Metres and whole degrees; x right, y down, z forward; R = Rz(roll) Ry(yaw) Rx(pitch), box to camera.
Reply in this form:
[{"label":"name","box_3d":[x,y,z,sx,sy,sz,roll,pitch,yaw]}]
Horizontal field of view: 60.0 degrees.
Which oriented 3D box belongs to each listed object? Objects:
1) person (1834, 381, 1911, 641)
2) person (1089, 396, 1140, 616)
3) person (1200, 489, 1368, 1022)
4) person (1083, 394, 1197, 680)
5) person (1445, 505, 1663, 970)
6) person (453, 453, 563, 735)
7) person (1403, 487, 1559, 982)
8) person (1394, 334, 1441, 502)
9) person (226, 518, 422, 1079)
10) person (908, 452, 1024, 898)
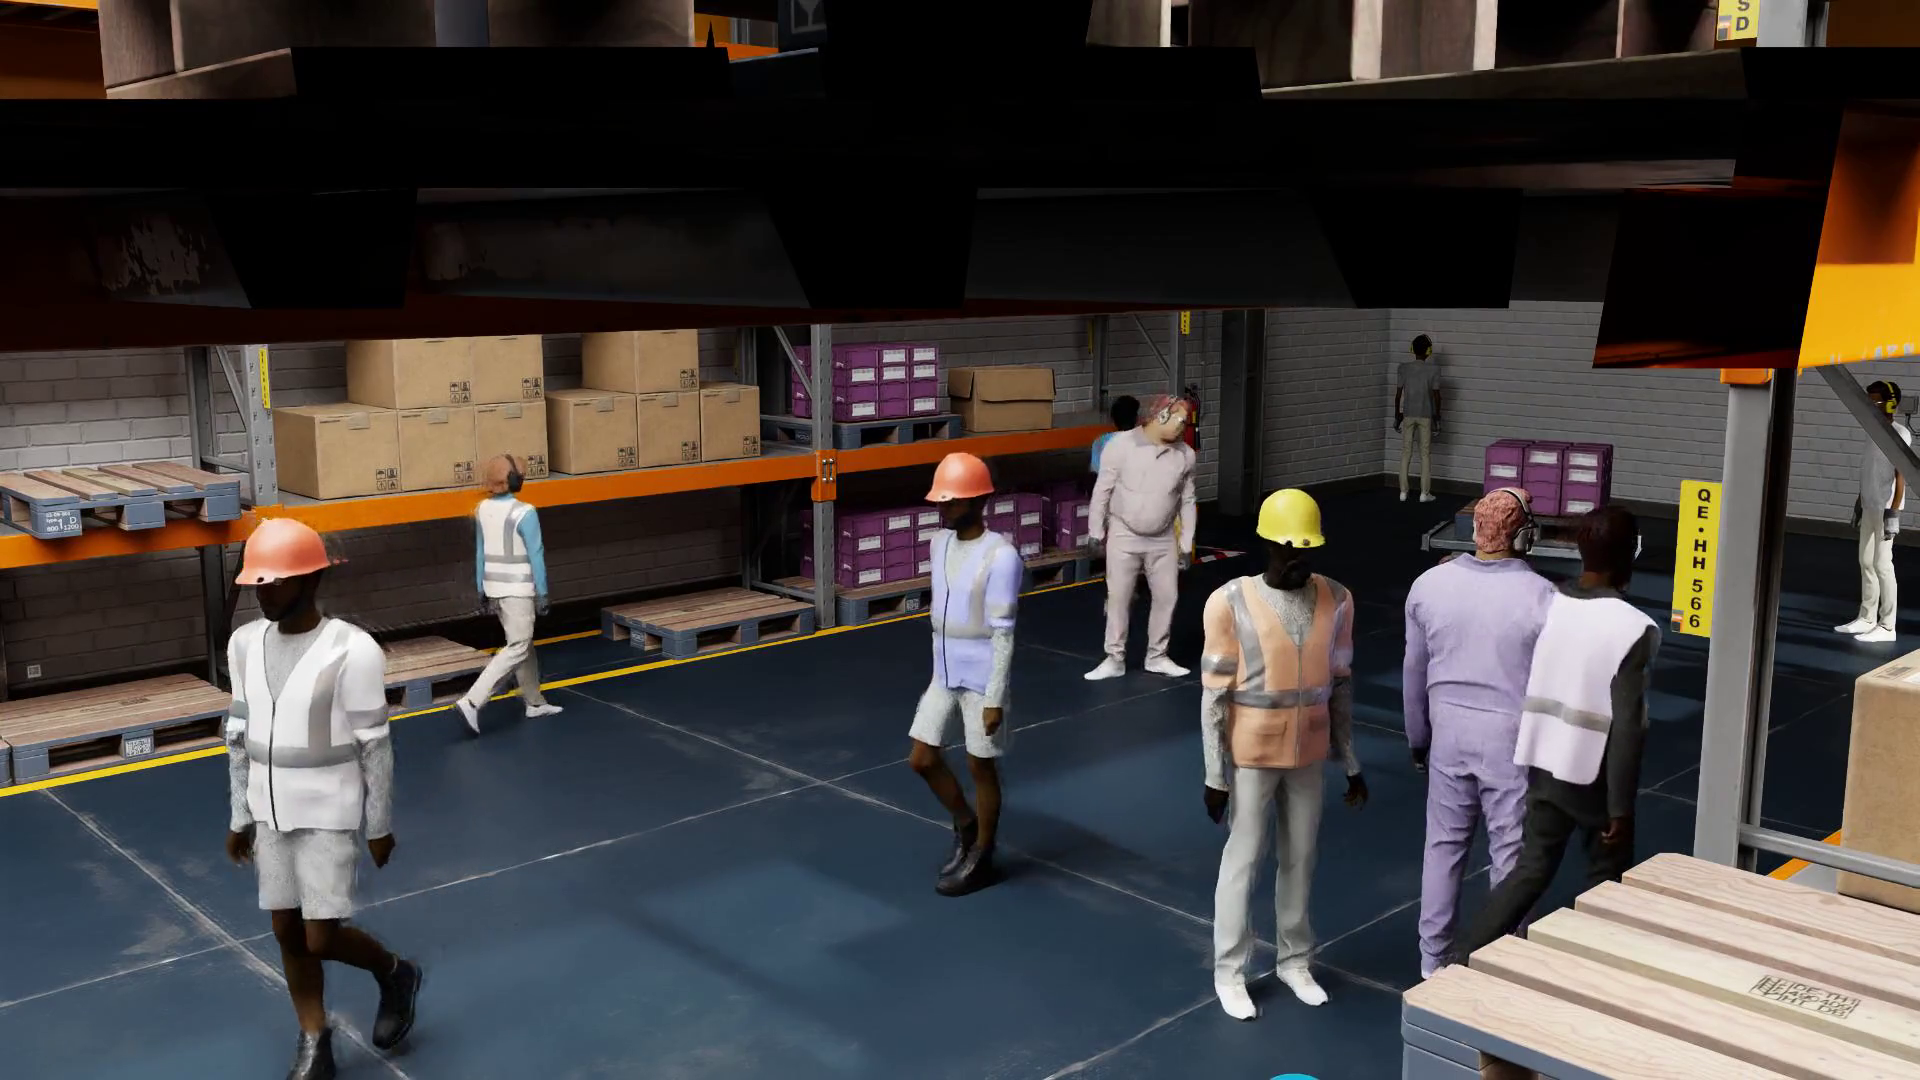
[{"label":"person","box_3d":[6.554,-0.206,11.886,0.316,1.861,0.514,0,10,1]},{"label":"person","box_3d":[1.316,-0.273,12.779,0.672,1.671,0.549,-9,13,-41]},{"label":"person","box_3d":[1.173,0.766,6.033,0.621,1.921,0.393,-3,10,-18]},{"label":"person","box_3d":[1.146,-0.001,10.670,0.763,1.873,0.397,-2,10,-9]},{"label":"person","box_3d":[2.103,0.816,5.819,0.841,1.892,0.598,-5,11,-28]},{"label":"person","box_3d":[-2.630,0.307,9.595,0.520,1.615,0.746,8,13,41]},{"label":"person","box_3d":[1.962,0.751,6.134,0.654,1.906,0.407,9,13,41]},{"label":"person","box_3d":[5.119,-1.357,18.587,0.534,1.869,0.311,5,11,29]},{"label":"person","box_3d":[-2.095,0.863,5.428,0.551,1.921,0.516,3,10,20]},{"label":"person","box_3d":[0.017,0.584,7.058,0.407,1.922,0.569,-8,13,-40]}]
